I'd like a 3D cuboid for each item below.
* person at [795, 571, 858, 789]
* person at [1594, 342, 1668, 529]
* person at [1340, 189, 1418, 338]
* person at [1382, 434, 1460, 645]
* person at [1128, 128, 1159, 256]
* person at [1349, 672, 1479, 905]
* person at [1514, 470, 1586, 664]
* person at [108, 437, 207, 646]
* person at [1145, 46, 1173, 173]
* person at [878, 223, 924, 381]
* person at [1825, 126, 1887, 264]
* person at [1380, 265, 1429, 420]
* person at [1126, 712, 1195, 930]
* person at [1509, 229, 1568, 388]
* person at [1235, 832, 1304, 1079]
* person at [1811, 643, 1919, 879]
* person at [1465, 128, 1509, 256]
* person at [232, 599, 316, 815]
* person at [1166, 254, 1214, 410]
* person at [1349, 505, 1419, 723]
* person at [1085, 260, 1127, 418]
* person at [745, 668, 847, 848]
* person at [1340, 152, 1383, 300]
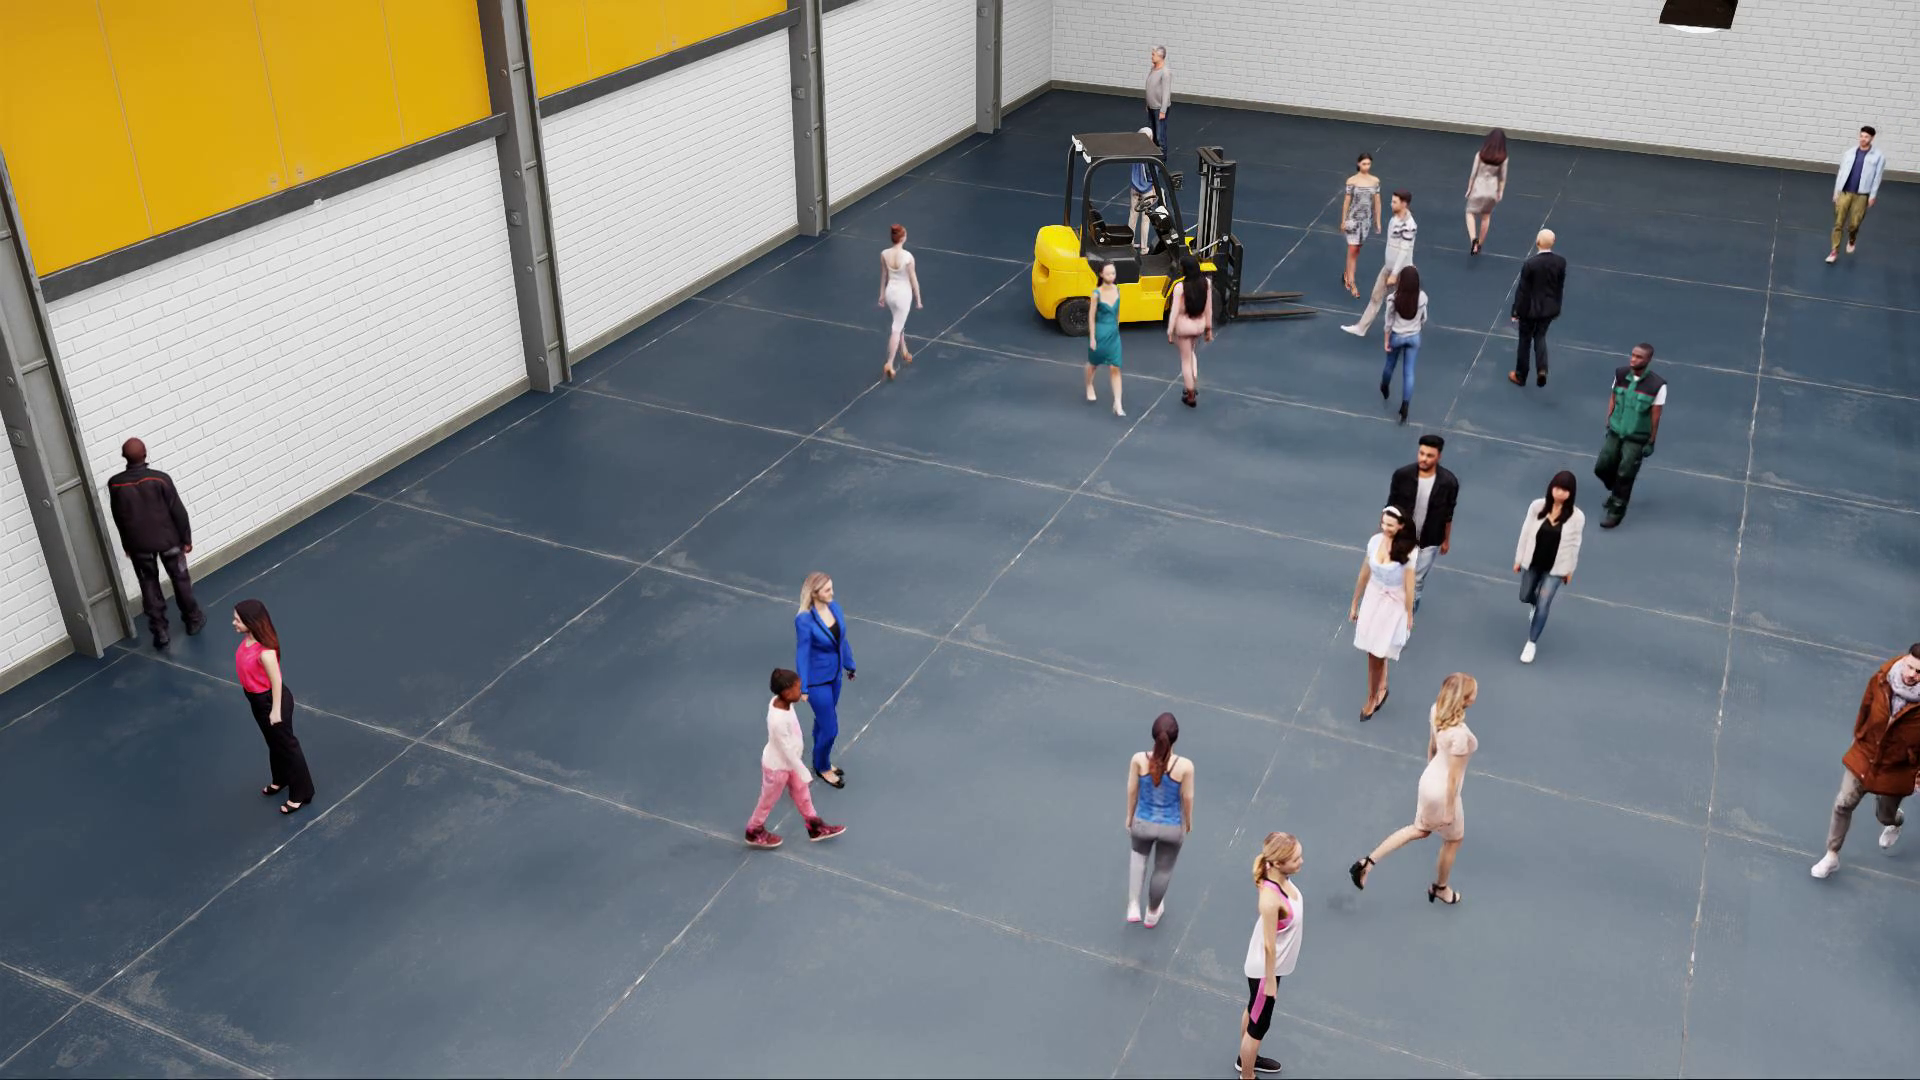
[{"bbox_3d":[-1.056,0.967,11.889,0.723,1.692,0.539,15,32,25],"label":"person"},{"bbox_3d":[6.223,-0.983,15.323,0.916,1.827,0.852,-22,36,-35],"label":"person"},{"bbox_3d":[5.165,-3.146,19.302,1.152,1.814,1.220,-3,29,-5],"label":"person"},{"bbox_3d":[3.802,-0.090,13.741,0.749,1.775,1.182,15,32,26],"label":"person"},{"bbox_3d":[2.435,-4.668,22.214,0.683,1.697,0.690,-25,37,-37],"label":"person"},{"bbox_3d":[2.956,1.623,10.566,0.981,1.808,1.028,-4,29,-7],"label":"person"},{"bbox_3d":[4.744,0.157,13.443,0.683,1.625,0.930,16,32,27],"label":"person"},{"bbox_3d":[-6.550,-0.006,13.496,0.900,1.860,0.959,-9,30,-15],"label":"person"},{"bbox_3d":[3.055,-6.658,25.638,0.877,1.911,0.820,-10,30,-18],"label":"person"},{"bbox_3d":[-0.742,-2.592,18.331,0.654,1.771,0.864,16,32,27],"label":"person"},{"bbox_3d":[11.790,-4.551,21.895,0.813,1.797,0.948,22,35,34],"label":"person"},{"bbox_3d":[4.712,-2.057,17.541,0.856,1.588,1.144,2,29,4],"label":"person"},{"bbox_3d":[1.232,1.819,10.423,0.601,1.600,0.679,8,30,15],"label":"person"},{"bbox_3d":[6.317,-2.478,18.100,0.916,1.792,0.995,-2,29,-4],"label":"person"},{"bbox_3d":[1.704,2.350,9.253,0.704,1.788,0.528,6,29,12],"label":"person"},{"bbox_3d":[6.121,1.430,10.921,1.175,1.805,0.982,-21,35,-33],"label":"person"},{"bbox_3d":[6.920,-4.548,21.954,0.770,1.734,0.908,4,29,8],"label":"person"},{"bbox_3d":[-4.820,1.138,11.608,0.649,1.660,0.651,-22,35,-34],"label":"person"},{"bbox_3d":[2.481,-2.177,17.645,0.764,1.699,0.840,-12,31,-21],"label":"person"},{"bbox_3d":[3.260,0.525,12.586,0.922,1.800,0.820,-24,36,-36],"label":"person"},{"bbox_3d":[1.490,-2.154,17.669,1.042,1.635,1.066,-12,31,-20],"label":"person"},{"bbox_3d":[-1.274,1.495,11.202,0.819,1.423,0.932,2,29,3],"label":"person"},{"bbox_3d":[4.966,-3.983,20.853,0.922,1.797,1.047,-5,29,-10],"label":"person"}]
